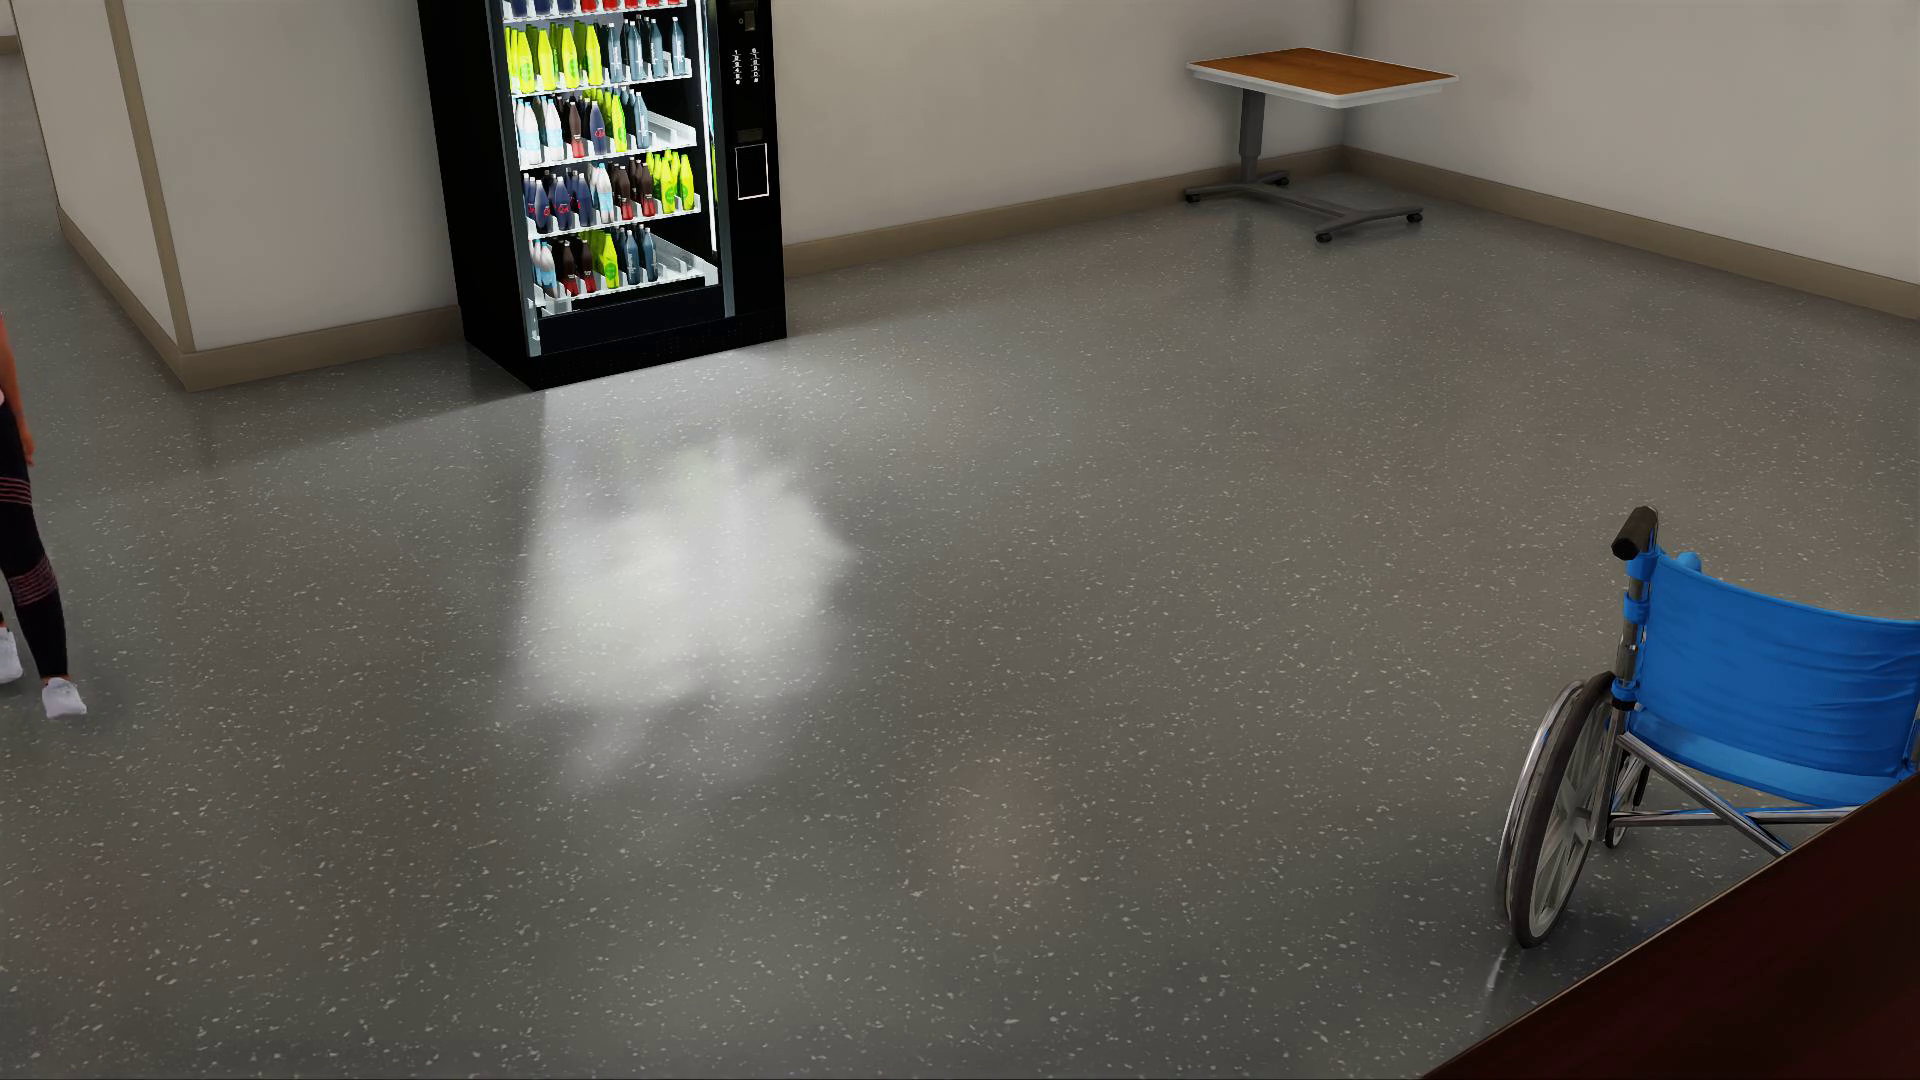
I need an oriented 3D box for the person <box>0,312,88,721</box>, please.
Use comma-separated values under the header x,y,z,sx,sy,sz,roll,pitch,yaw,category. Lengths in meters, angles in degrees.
x,y,z,sx,sy,sz,roll,pitch,yaw,category
-2.735,-0.302,4.458,0.963,1.607,0.679,-14,29,-27,person
